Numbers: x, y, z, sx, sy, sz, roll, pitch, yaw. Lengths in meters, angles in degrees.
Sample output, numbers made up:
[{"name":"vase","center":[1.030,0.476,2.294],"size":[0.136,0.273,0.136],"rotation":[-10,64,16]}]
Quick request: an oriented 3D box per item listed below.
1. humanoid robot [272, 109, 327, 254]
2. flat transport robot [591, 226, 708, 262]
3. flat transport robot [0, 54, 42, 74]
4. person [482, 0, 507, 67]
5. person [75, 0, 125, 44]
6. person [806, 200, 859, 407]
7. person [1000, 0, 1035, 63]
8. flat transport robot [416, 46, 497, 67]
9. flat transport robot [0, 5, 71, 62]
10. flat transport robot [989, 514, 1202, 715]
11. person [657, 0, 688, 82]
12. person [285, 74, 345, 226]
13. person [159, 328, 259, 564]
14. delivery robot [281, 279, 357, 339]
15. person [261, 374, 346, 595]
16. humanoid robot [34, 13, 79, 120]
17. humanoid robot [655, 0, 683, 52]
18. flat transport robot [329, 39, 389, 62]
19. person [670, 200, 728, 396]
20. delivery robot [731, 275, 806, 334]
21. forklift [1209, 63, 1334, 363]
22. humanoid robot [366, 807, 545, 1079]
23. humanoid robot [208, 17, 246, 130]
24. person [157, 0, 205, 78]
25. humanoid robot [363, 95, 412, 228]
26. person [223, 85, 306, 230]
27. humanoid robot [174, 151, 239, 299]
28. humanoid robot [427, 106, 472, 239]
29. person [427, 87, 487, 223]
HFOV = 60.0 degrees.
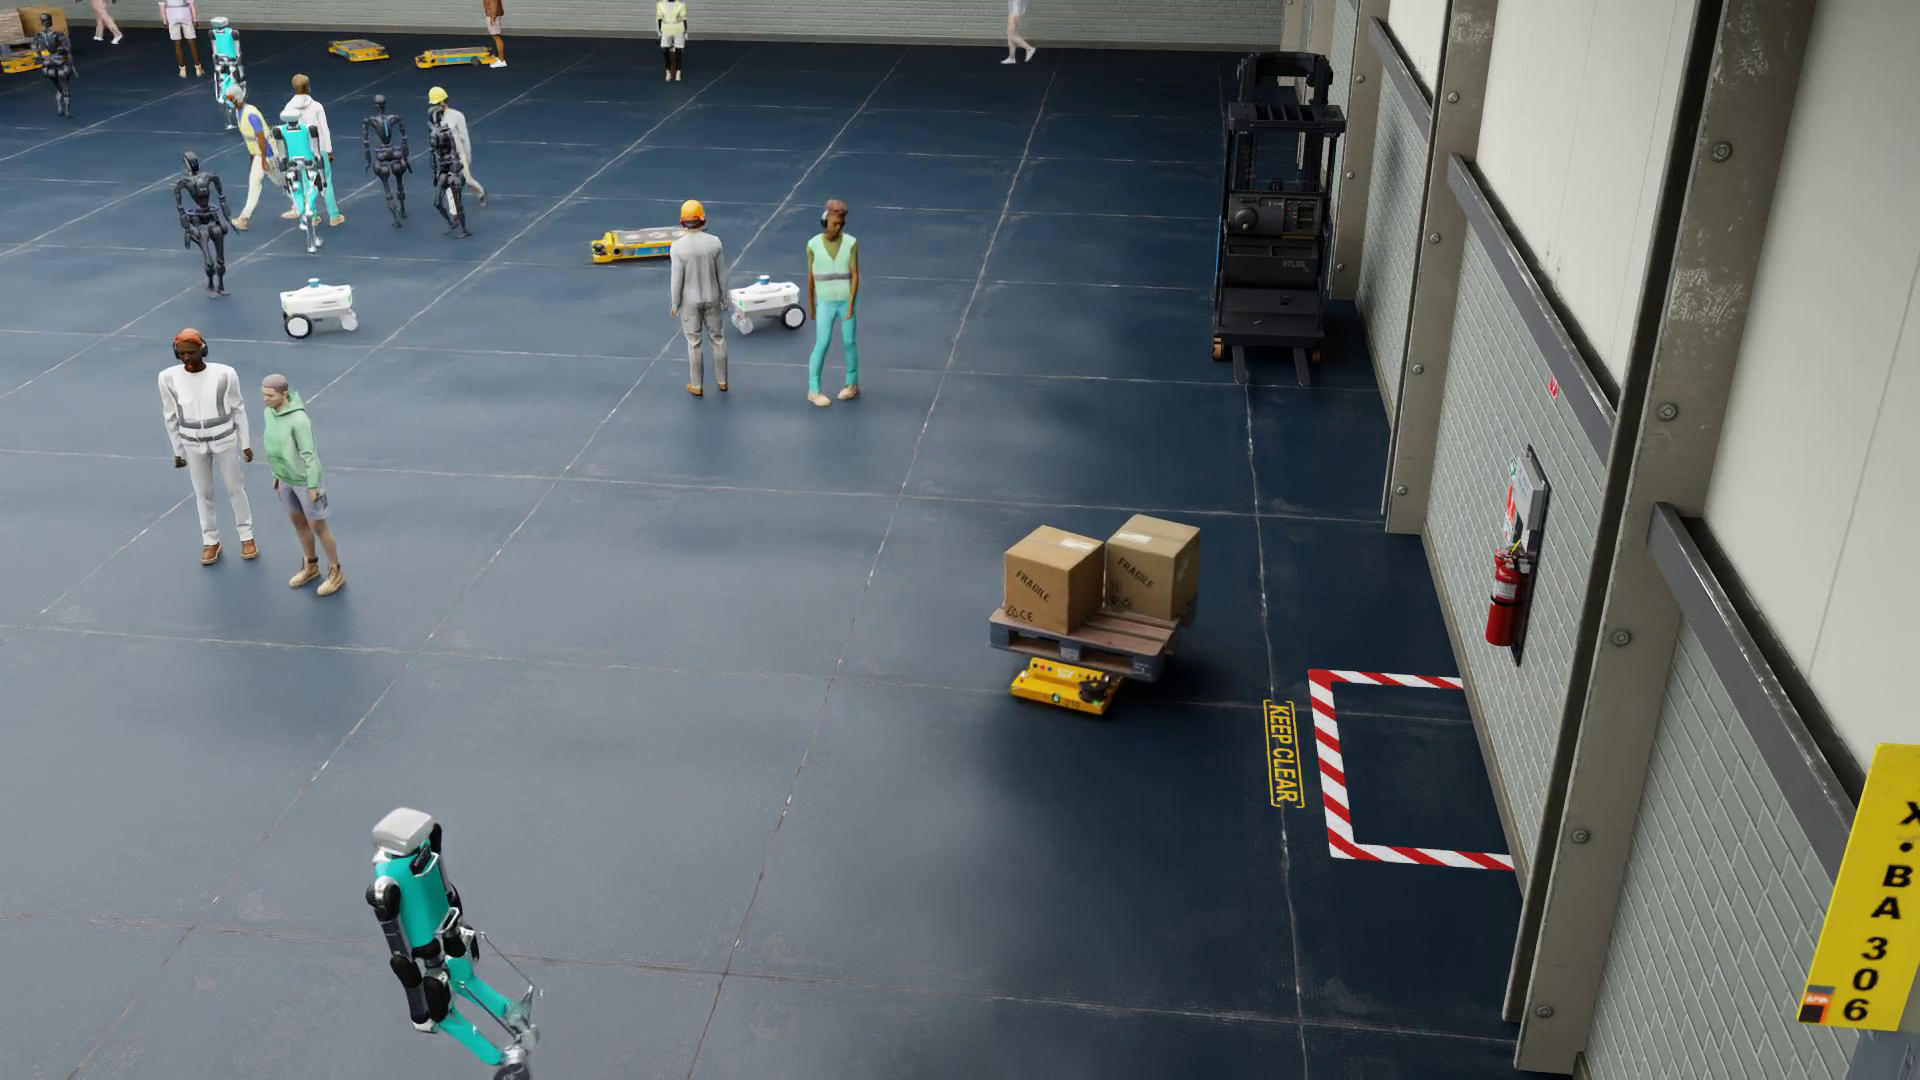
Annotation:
[{"name":"humanoid robot","center":[-7.922,-4.224,19.986],"size":[0.539,1.762,1.029],"rotation":[-4,27,-7]},{"name":"flat transport robot","center":[-3.778,-3.627,20.380],"size":[1.431,0.231,0.659],"rotation":[-6,27,-12]},{"name":"flat transport robot","center":[-17.733,-8.817,30.740],"size":[1.431,0.231,0.659],"rotation":[9,28,18]},{"name":"person","center":[-8.627,-9.724,30.779],"size":[0.382,1.854,0.803],"rotation":[-8,28,-15]},{"name":"person","center":[-17.038,-10.789,32.911],"size":[0.951,1.853,0.725],"rotation":[11,29,21]},{"name":"person","center":[-1.200,-2.251,15.745],"size":[0.523,1.958,0.528],"rotation":[-6,27,-13]},{"name":"person","center":[1.066,-9.795,30.918],"size":[0.559,1.861,0.512],"rotation":[-2,27,-4]},{"name":"flat transport robot","center":[-9.463,-9.063,31.231],"size":[1.431,0.231,0.659],"rotation":[-9,28,-18]},{"name":"flat transport robot","center":[-17.614,-9.234,31.573],"size":[0.659,0.231,1.431],"rotation":[-21,34,-36]},{"name":"flat transport robot","center":[0.924,0.741,11.660],"size":[0.659,0.231,1.431],"rotation":[11,29,21]},{"name":"person","center":[-5.080,-8.966,29.438],"size":[0.553,1.683,0.531],"rotation":[-2,27,-4]},{"name":"person","center":[-8.264,-4.961,21.208],"size":[0.495,1.912,0.352],"rotation":[-2,27,-4]},{"name":"person","center":[-5.757,-0.724,12.784],"size":[0.573,1.882,0.361],"rotation":[-7,27,-13]},{"name":"delivery robot","center":[-6.891,-2.486,17.803],"size":[0.818,0.614,0.499],"rotation":[-10,28,-20]},{"name":"person","center":[-4.908,-0.429,12.362],"size":[0.470,1.734,0.324],"rotation":[15,30,27]},{"name":"humanoid robot","center":[-14.569,-7.647,26.837],"size":[0.587,1.642,0.455],"rotation":[-1,27,-1]},{"name":"humanoid robot","center":[-5.554,-10.156,31.625],"size":[0.735,1.676,0.533],"rotation":[-5,27,-10]},{"name":"flat transport robot","center":[-11.530,-9.381,31.866],"size":[0.659,0.231,1.431],"rotation":[-19,32,-33]},{"name":"person","center":[-2.499,-2.312,15.944],"size":[0.561,1.893,0.376],"rotation":[-12,29,-22]},{"name":"delivery robot","center":[-2.067,-2.542,17.915],"size":[0.811,0.613,0.499],"rotation":[-12,29,-22]},{"name":"forklift","center":[3.241,-3.477,17.183],"size":[1.129,2.768,1.873],"rotation":[3,27,6]},{"name":"humanoid robot","center":[-2.121,2.042,7.520],"size":[0.834,1.860,0.545],"rotation":[4,27,7]},{"name":"humanoid robot","center":[-11.433,-7.191,25.838],"size":[0.548,1.735,0.974],"rotation":[7,27,14]},{"name":"person","center":[-14.005,-9.354,29.836],"size":[0.606,2.044,0.368],"rotation":[-11,29,-20]},{"name":"humanoid robot","center":[-7.362,-4.877,21.322],"size":[0.595,1.639,0.660],"rotation":[-16,31,-29]},{"name":"person","center":[-8.983,-4.887,21.197],"size":[1.141,1.786,0.539],"rotation":[-20,33,-34]},{"name":"humanoid robot","center":[-8.402,-3.523,18.603],"size":[0.458,1.650,0.610],"rotation":[21,34,36]},{"name":"humanoid robot","center":[-6.363,-4.576,20.708],"size":[0.590,1.646,0.348],"rotation":[19,32,33]},{"name":"person","center":[-6.548,-5.037,21.568],"size":[0.534,1.735,0.720],"rotation":[4,27,9]}]
